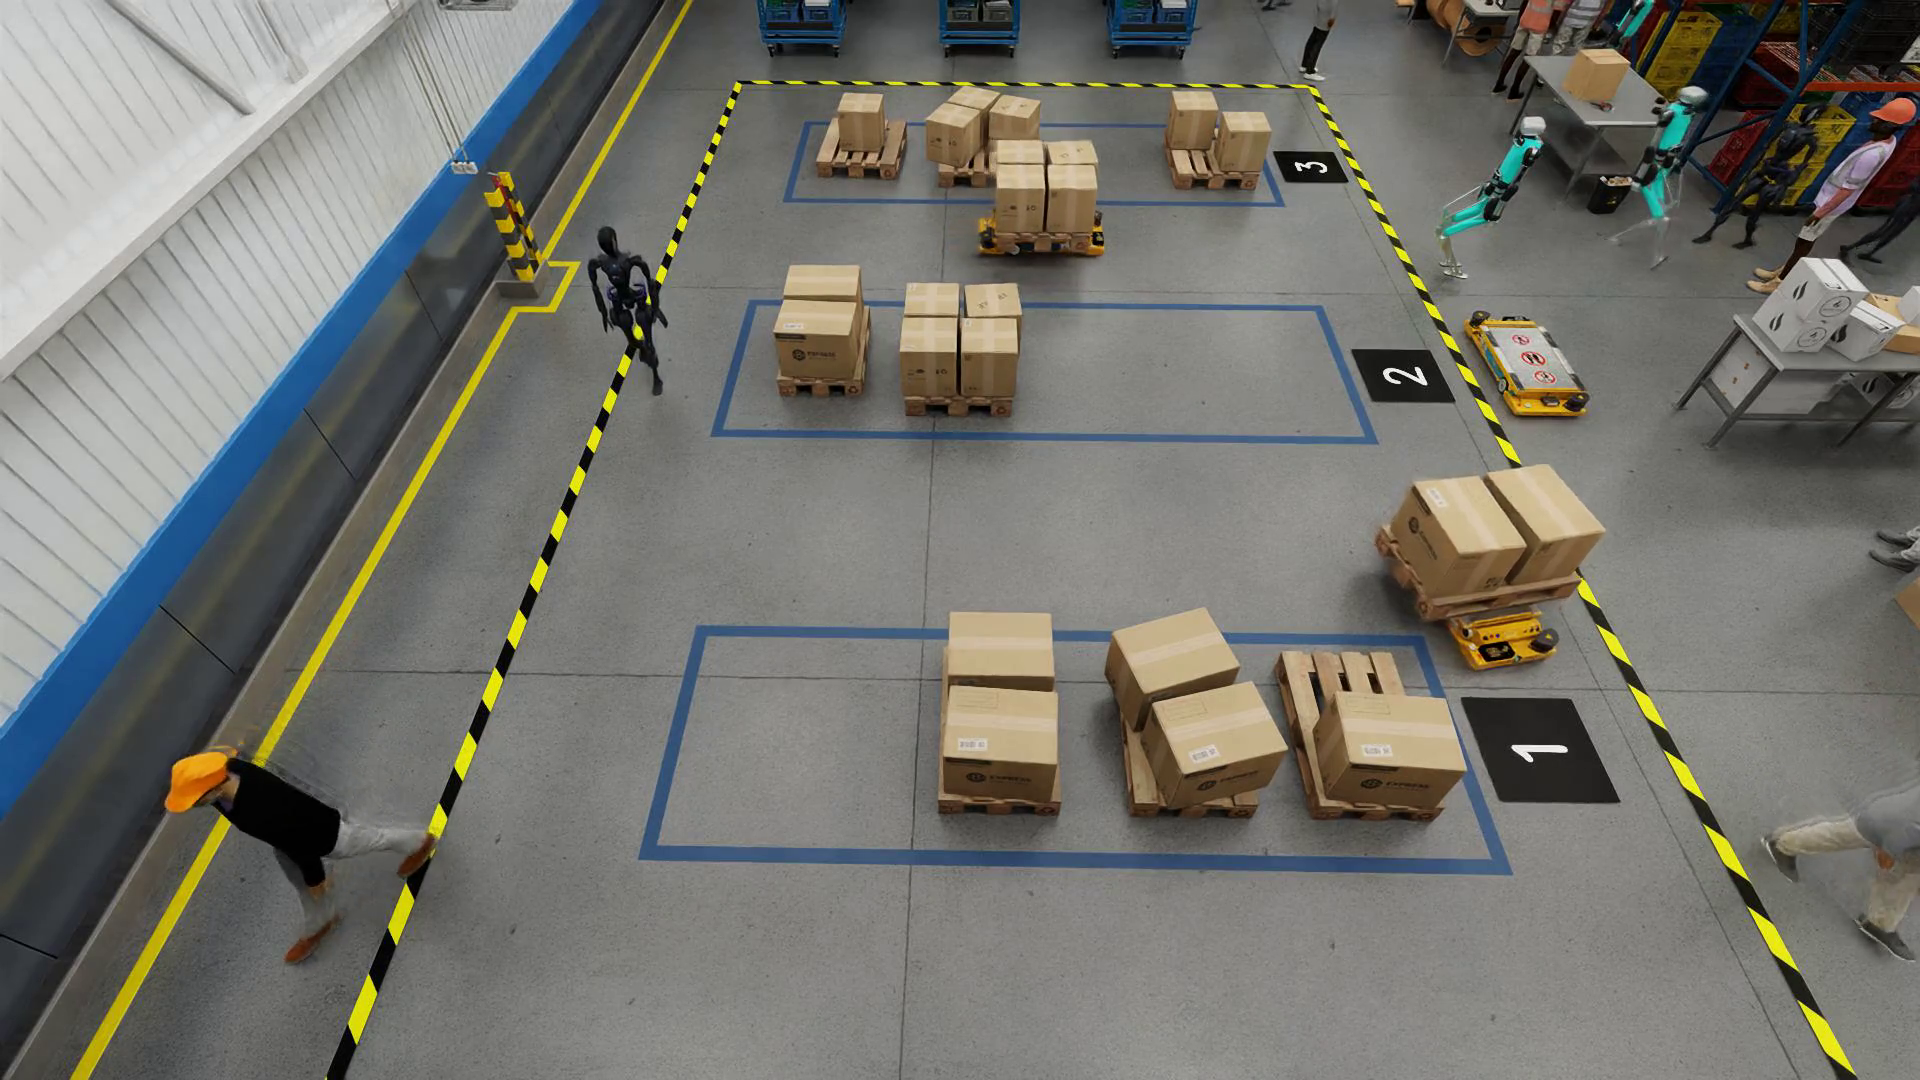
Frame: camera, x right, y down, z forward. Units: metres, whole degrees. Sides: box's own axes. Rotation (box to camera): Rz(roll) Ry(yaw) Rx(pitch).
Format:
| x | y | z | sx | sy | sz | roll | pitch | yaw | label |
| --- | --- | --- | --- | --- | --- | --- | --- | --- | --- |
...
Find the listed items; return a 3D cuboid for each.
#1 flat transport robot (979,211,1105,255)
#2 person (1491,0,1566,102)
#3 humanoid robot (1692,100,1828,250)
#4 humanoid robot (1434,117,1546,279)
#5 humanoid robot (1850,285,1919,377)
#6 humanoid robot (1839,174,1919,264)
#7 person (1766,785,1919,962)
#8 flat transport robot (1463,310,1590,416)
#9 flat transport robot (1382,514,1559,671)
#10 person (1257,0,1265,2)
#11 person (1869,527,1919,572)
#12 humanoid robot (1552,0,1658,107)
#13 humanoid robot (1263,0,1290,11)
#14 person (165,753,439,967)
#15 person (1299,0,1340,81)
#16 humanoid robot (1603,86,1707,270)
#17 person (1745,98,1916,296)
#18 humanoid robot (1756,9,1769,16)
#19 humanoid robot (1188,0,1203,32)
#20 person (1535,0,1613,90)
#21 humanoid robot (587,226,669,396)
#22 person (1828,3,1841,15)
| x | y | z | sx | sy | sz | roll | pitch | yaw | label |
| --- | --- | --- | --- | --- | --- | --- | --- | --- | --- |
| 0.942 | -3.570 | 10.605 | 1.431 | 0.197 | 0.652 | 1 | 49 | 1 | flat transport robot |
| 7.875 | -7.054 | 12.526 | 0.400 | 1.955 | 0.604 | -21 | 52 | -17 | person |
| 8.864 | -3.945 | 10.036 | 0.610 | 1.649 | 0.602 | -8 | 50 | -7 | humanoid robot |
| 5.379 | -3.560 | 9.554 | 0.735 | 1.677 | 0.533 | 8 | 50 | 7 | humanoid robot |
| 8.935 | -2.054 | 8.251 | 0.735 | 1.677 | 0.533 | -6 | 49 | -5 | humanoid robot |
| 10.284 | -3.734 | 9.838 | 0.609 | 1.646 | 0.473 | -18 | 52 | -15 | humanoid robot |
| 5.385 | 1.707 | 5.088 | 0.580 | 1.730 | 0.853 | -5 | 49 | -5 | person |
| 5.573 | -1.757 | 9.054 | 0.659 | 0.231 | 1.431 | 1 | 49 | 1 | flat transport robot |
| 3.993 | 0.334 | 7.226 | 0.652 | 0.197 | 1.431 | -9 | 50 | -7 | flat transport robot |
| 5.052 | -9.939 | 15.032 | 0.628 | 1.940 | 0.373 | 20 | 52 | 17 | person |
| 7.752 | -0.502 | 6.867 | 0.407 | 1.940 | 0.603 | 34 | 57 | 26 | person |
| 8.554 | -6.549 | 12.225 | 0.555 | 1.730 | 1.033 | -33 | 57 | -25 | humanoid robot |
| 5.317 | -9.464 | 14.798 | 0.457 | 1.632 | 0.601 | -4 | 49 | -4 | humanoid robot |
| -3.663 | 1.653 | 5.075 | 0.602 | 1.825 | 0.994 | 22 | 53 | 18 | person |
| 5.266 | -7.557 | 13.027 | 0.401 | 1.851 | 0.590 | 2 | 49 | 1 | person |
| 7.734 | -3.838 | 9.902 | 0.557 | 1.775 | 0.972 | -21 | 52 | -17 | humanoid robot |
| 8.871 | -3.452 | 9.349 | 0.604 | 2.044 | 0.374 | -36 | 58 | -27 | person |
| 13.294 | -9.198 | 14.563 | 0.602 | 1.653 | 0.358 | 2 | 49 | 1 | humanoid robot |
| 3.483 | -8.670 | 14.131 | 0.786 | 1.620 | 0.594 | 18 | 52 | 15 | humanoid robot |
| 8.609 | -7.232 | 12.758 | 0.589 | 1.833 | 0.404 | 12 | 50 | 10 | person |
| -3.055 | -2.193 | 8.522 | 0.600 | 1.641 | 0.722 | -8 | 50 | -7 | humanoid robot |
| 13.988 | -8.801 | 14.147 | 0.620 | 1.790 | 0.917 | 27 | 55 | 22 | person |
